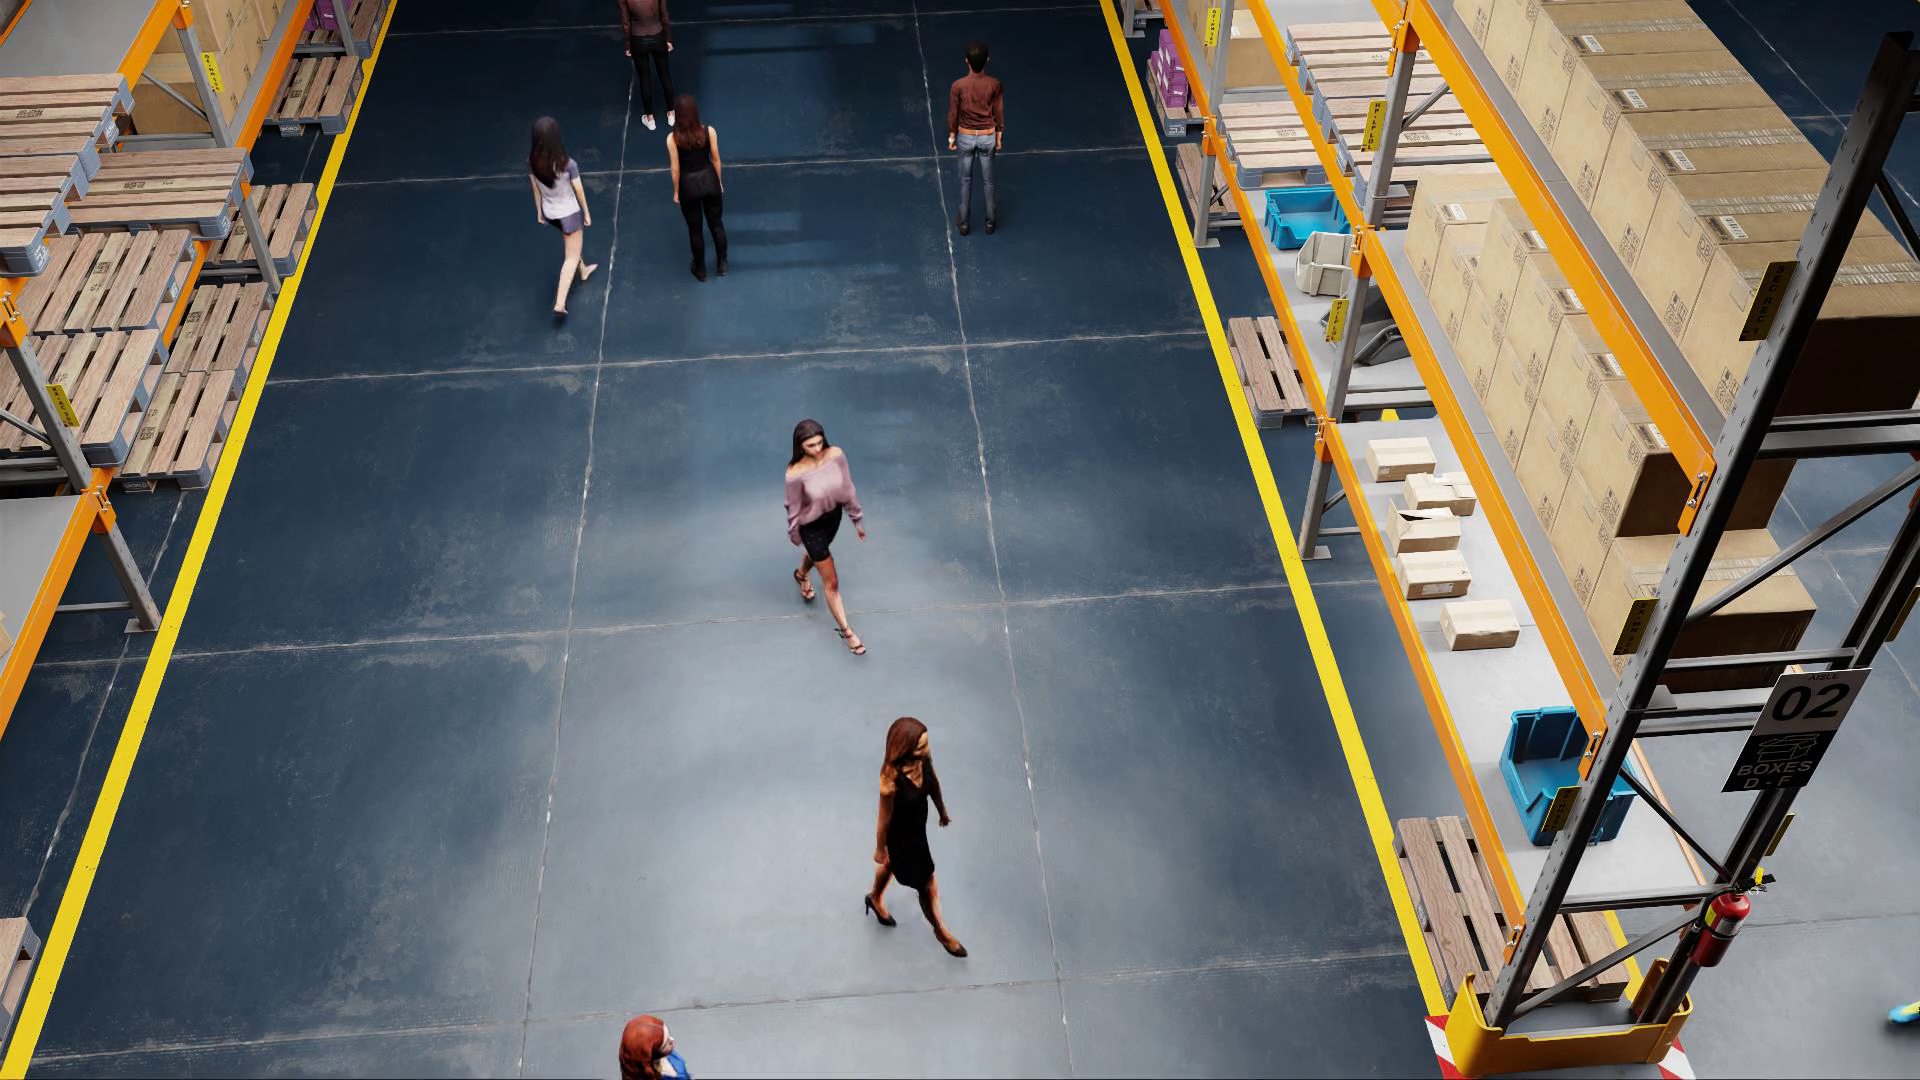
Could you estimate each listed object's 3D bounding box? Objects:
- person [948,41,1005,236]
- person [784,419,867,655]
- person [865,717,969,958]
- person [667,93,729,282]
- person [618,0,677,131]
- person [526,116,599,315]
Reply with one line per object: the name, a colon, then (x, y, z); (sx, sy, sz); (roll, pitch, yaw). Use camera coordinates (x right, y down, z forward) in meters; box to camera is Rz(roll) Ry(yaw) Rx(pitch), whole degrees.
person: (0.148, -3.473, 14.452); (0.633, 1.777, 0.494); (-3, 44, -3)
person: (-0.961, -0.119, 10.946); (1.017, 1.755, 1.173); (-30, 51, -28)
person: (-0.383, 1.578, 9.126); (0.957, 1.809, 0.963); (20, 47, 20)
person: (-2.199, -2.957, 13.974); (0.646, 1.687, 0.627); (-16, 46, -16)
person: (-2.969, -4.731, 15.825); (0.655, 1.703, 0.586); (-14, 45, -14)
person: (-3.292, -2.644, 13.658); (0.882, 1.671, 1.173); (12, 45, 12)
